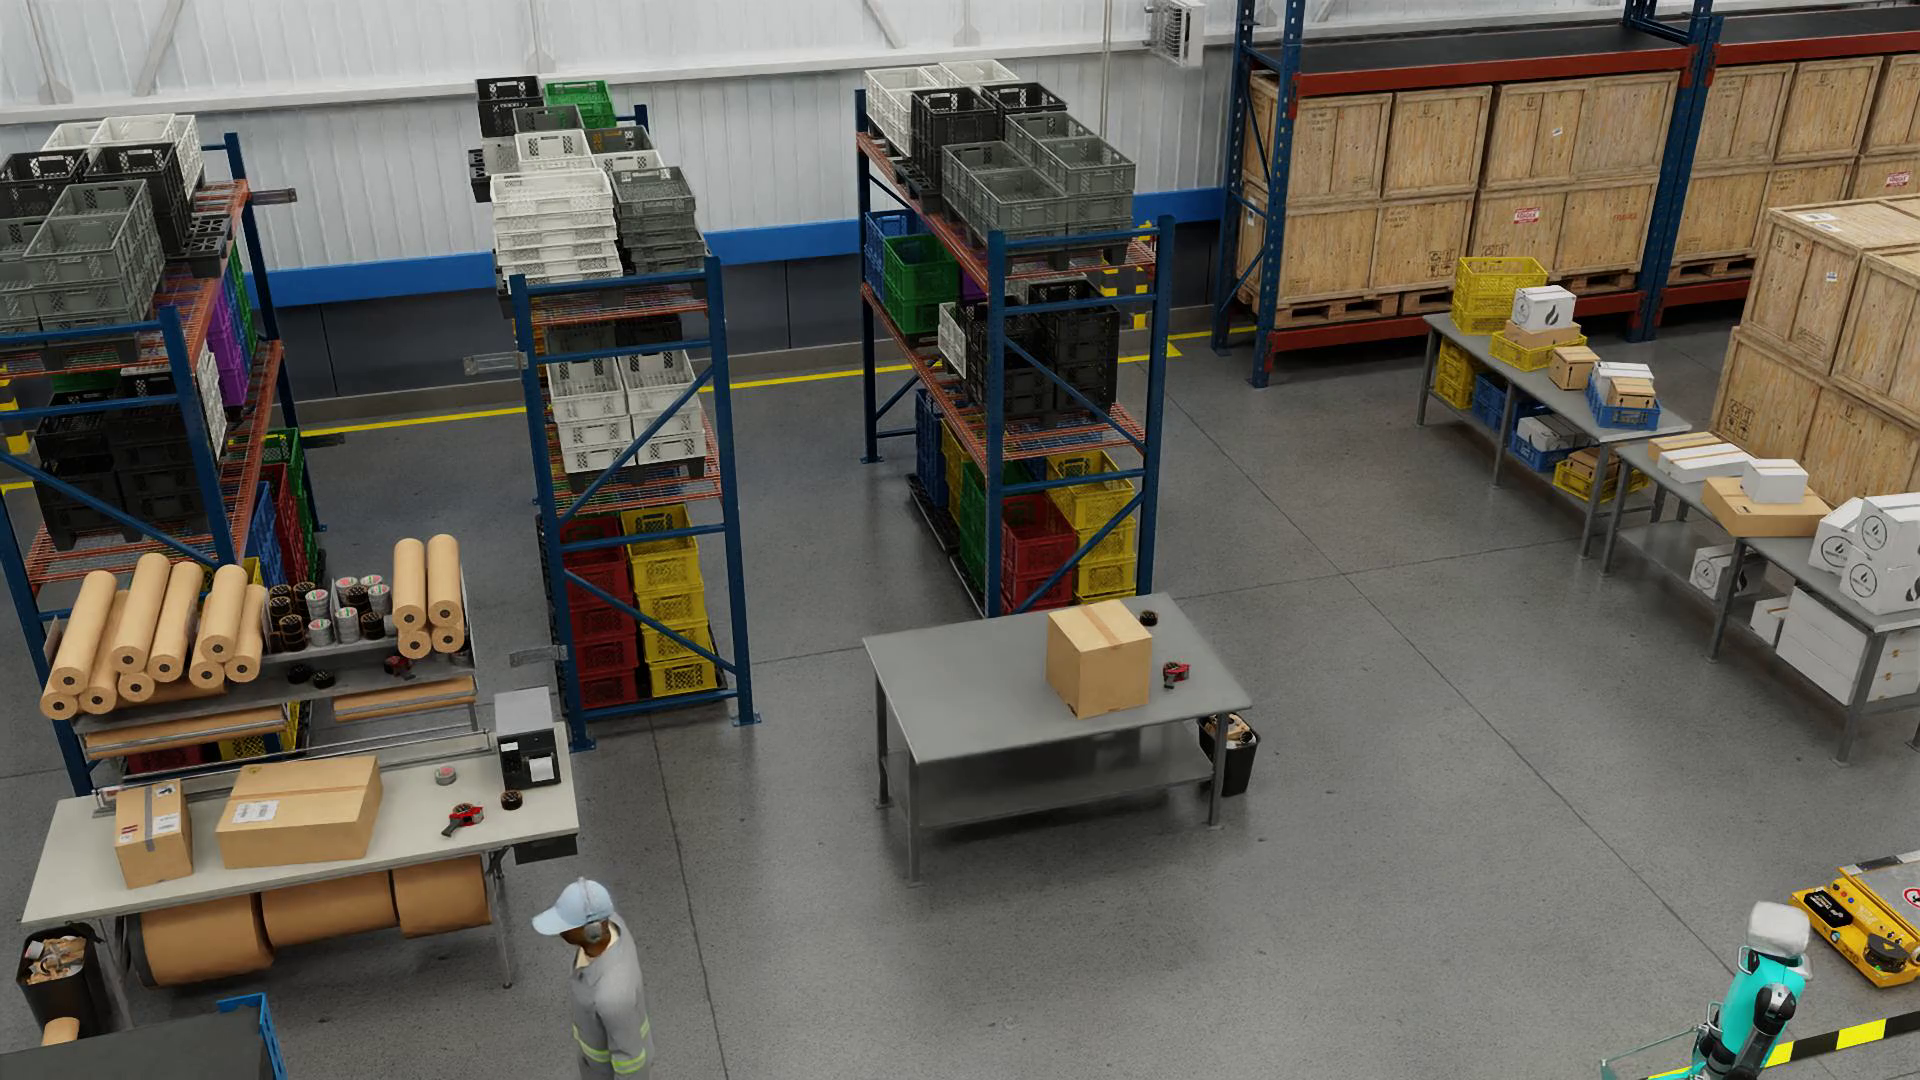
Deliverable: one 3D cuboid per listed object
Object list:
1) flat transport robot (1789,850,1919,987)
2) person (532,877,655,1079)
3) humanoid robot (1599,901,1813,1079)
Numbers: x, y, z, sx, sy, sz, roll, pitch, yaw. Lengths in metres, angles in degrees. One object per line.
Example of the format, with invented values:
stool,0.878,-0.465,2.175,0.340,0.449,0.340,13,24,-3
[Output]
flat transport robot,5.163,1.916,8.676,1.431,0.231,0.659,-8,30,-14
person,-1.428,2.100,6.696,0.390,1.850,0.599,-9,30,-17
humanoid robot,2.862,2.101,6.675,0.735,1.677,0.533,12,31,21
